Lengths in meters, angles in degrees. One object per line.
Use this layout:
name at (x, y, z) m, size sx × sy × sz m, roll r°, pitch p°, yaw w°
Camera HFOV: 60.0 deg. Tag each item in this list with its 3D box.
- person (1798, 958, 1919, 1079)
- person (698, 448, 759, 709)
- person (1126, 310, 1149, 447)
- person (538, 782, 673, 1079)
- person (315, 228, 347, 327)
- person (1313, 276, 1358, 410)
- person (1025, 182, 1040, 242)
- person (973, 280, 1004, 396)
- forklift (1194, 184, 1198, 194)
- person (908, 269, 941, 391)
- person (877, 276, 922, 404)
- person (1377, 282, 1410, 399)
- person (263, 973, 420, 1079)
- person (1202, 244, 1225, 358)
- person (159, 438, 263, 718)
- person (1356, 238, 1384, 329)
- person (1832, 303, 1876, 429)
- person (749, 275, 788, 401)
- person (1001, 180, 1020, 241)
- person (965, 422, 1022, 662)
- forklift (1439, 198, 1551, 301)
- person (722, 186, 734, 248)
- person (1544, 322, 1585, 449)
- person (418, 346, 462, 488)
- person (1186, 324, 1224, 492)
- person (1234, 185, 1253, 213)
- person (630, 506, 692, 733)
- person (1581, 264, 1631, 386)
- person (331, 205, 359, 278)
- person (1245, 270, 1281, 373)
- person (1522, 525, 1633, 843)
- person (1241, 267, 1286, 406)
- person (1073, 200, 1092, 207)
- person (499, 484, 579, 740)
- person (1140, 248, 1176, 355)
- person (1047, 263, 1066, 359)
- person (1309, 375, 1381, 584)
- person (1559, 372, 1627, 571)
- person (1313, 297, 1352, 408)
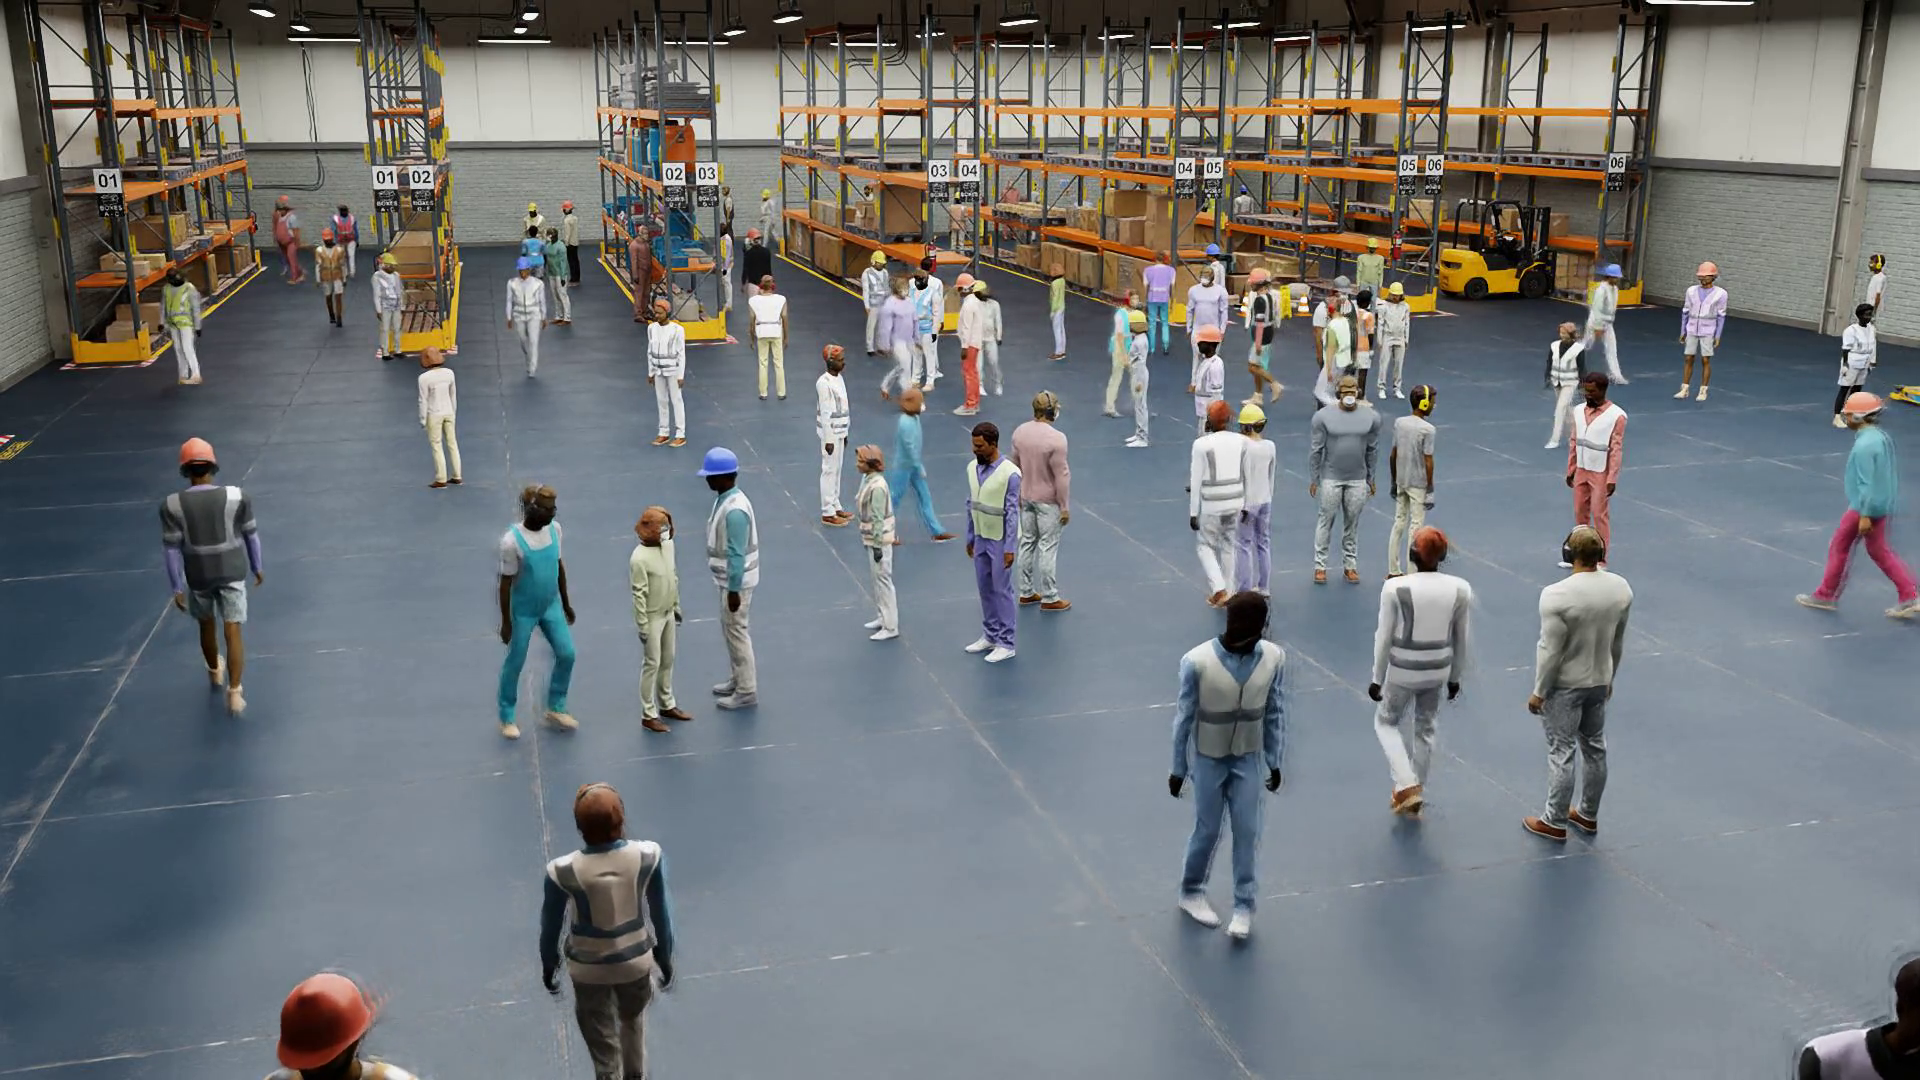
person at (2.839, 2.146, 5.123) m, size 0.637 × 1.900 × 0.479 m, roll 1°, pitch 15°, yaw 5°
person at (-1.671, 0.272, 12.122) m, size 0.418 × 1.937 × 0.618 m, roll -4°, pitch 15°, yaw -14°
person at (2.265, -2.066, 21.282) m, size 0.321 × 1.742 × 0.492 m, roll 1°, pitch 15°, yaw 3°
person at (-1.514, 1.774, 7.056) m, size 0.537 × 1.612 × 0.661 m, roll -7°, pitch 17°, yaw -26°
person at (-12.325, -5.157, 32.617) m, size 0.555 × 1.910 × 0.898 m, roll -5°, pitch 16°, yaw -20°
person at (5.195, -2.626, 22.819) m, size 0.684 × 2.000 × 0.535 m, roll -7°, pitch 16°, yaw -25°
person at (2.236, -10.174, 51.586) m, size 0.533 × 1.855 × 0.345 m, roll 6°, pitch 16°, yaw 21°
person at (0.412, -3.009, 24.898) m, size 0.582 × 1.712 × 0.456 m, roll 0°, pitch 15°, yaw 1°
forklift at (7.392, -11.333, 53.972) m, size 1.873 × 2.768 × 1.129 m, roll -4°, pitch 15°, yaw -15°
person at (-0.587, -3.190, 25.324) m, size 0.622 × 1.844 × 0.429 m, roll 12°, pitch 19°, yaw 37°
person at (-0.887, -2.830, 23.832) m, size 0.895 × 1.915 × 0.630 m, roll 11°, pitch 18°, yaw 35°
person at (6.423, -2.954, 24.651) m, size 0.489 × 1.731 × 0.320 m, roll -2°, pitch 15°, yaw -9°
person at (-1.817, 2.153, 5.062) m, size 0.554 × 1.920 × 0.560 m, roll 2°, pitch 15°, yaw 9°
person at (4.339, -4.088, 28.520) m, size 0.413 × 1.941 × 0.605 m, roll 6°, pitch 16°, yaw 22°
person at (-5.436, 0.231, 12.154) m, size 0.621 × 1.993 × 0.998 m, roll -5°, pitch 16°, yaw -18°
person at (7.905, -4.949, 32.109) m, size 0.518 × 1.757 × 0.340 m, roll 1°, pitch 15°, yaw 4°
person at (12.093, -2.349, 22.435) m, size 0.538 × 1.695 × 0.319 m, roll -6°, pitch 16°, yaw -21°
person at (-2.809, -2.966, 24.469) m, size 0.563 × 1.847 × 0.392 m, roll -2°, pitch 15°, yaw -6°
person at (1.600, -10.309, 52.029) m, size 0.641 × 1.891 × 0.454 m, roll -6°, pitch 16°, yaw -22°
person at (0.255, -0.001, 13.210) m, size 0.415 × 1.907 × 0.593 m, roll -12°, pitch 19°, yaw -37°
forklift at (11.913, -6.508, 37.130) m, size 2.313 × 2.155 × 1.214 m, roll -4°, pitch 15°, yaw -15°
person at (-6.860, -9.541, 49.235) m, size 0.350 × 1.838 × 0.504 m, roll -1°, pitch 15°, yaw -5°
person at (7.793, -2.001, 21.323) m, size 0.813 × 1.608 × 0.518 m, roll -9°, pitch 17°, yaw -29°
person at (-5.960, -1.402, 19.021) m, size 0.288 × 1.628 × 0.502 m, roll 10°, pitch 18°, yaw 33°
person at (2.748, -1.428, 18.499) m, size 0.348 × 1.943 × 0.542 m, roll -1°, pitch 15°, yaw -3°
person at (8.093, -9.170, 47.621) m, size 0.617 × 1.946 × 0.393 m, roll -4°, pitch 15°, yaw -16°
person at (-2.122, 0.547, 11.682) m, size 0.284 × 1.624 × 0.508 m, roll 5°, pitch 16°, yaw 20°
person at (9.960, -3.357, 25.875) m, size 0.626 × 1.886 × 1.052 m, roll -12°, pitch 19°, yaw -37°
person at (-15.356, -7.481, 41.585) m, size 0.621 × 1.797 × 0.953 m, roll -6°, pitch 16°, yaw -20°
person at (4.822, -3.434, 26.482) m, size 0.545 × 1.714 × 0.928 m, roll 4°, pitch 15°, yaw 15°
person at (3.661, 0.859, 9.906) m, size 0.629 × 1.937 × 0.379 m, roll -6°, pitch 16°, yaw -21°
person at (4.358, -2.891, 23.851) m, size 0.593 × 2.021 × 0.638 m, roll 6°, pitch 16°, yaw 20°
person at (3.552, -9.348, 48.711) m, size 0.583 × 1.720 × 0.748 m, roll -2°, pitch 15°, yaw -7°
person at (-2.951, 0.488, 11.536) m, size 0.627 × 1.804 × 0.613 m, roll 10°, pitch 18°, yaw 33°
person at (3.432, -4.111, 28.785) m, size 0.581 × 1.843 × 0.382 m, roll -1°, pitch 15°, yaw -3°
person at (1.655, -3.909, 28.426) m, size 0.267 × 1.632 × 0.507 m, roll 6°, pitch 16°, yaw 20°
person at (3.504, -0.552, 15.209) m, size 0.637 × 1.938 × 0.357 m, roll 0°, pitch 15°, yaw 0°
person at (5.934, -0.634, 15.587) m, size 0.407 × 1.908 × 0.597 m, roll -7°, pitch 16°, yaw -25°
person at (4.957, -2.316, 22.085) m, size 0.450 × 1.818 × 0.561 m, roll 10°, pitch 18°, yaw 33°
